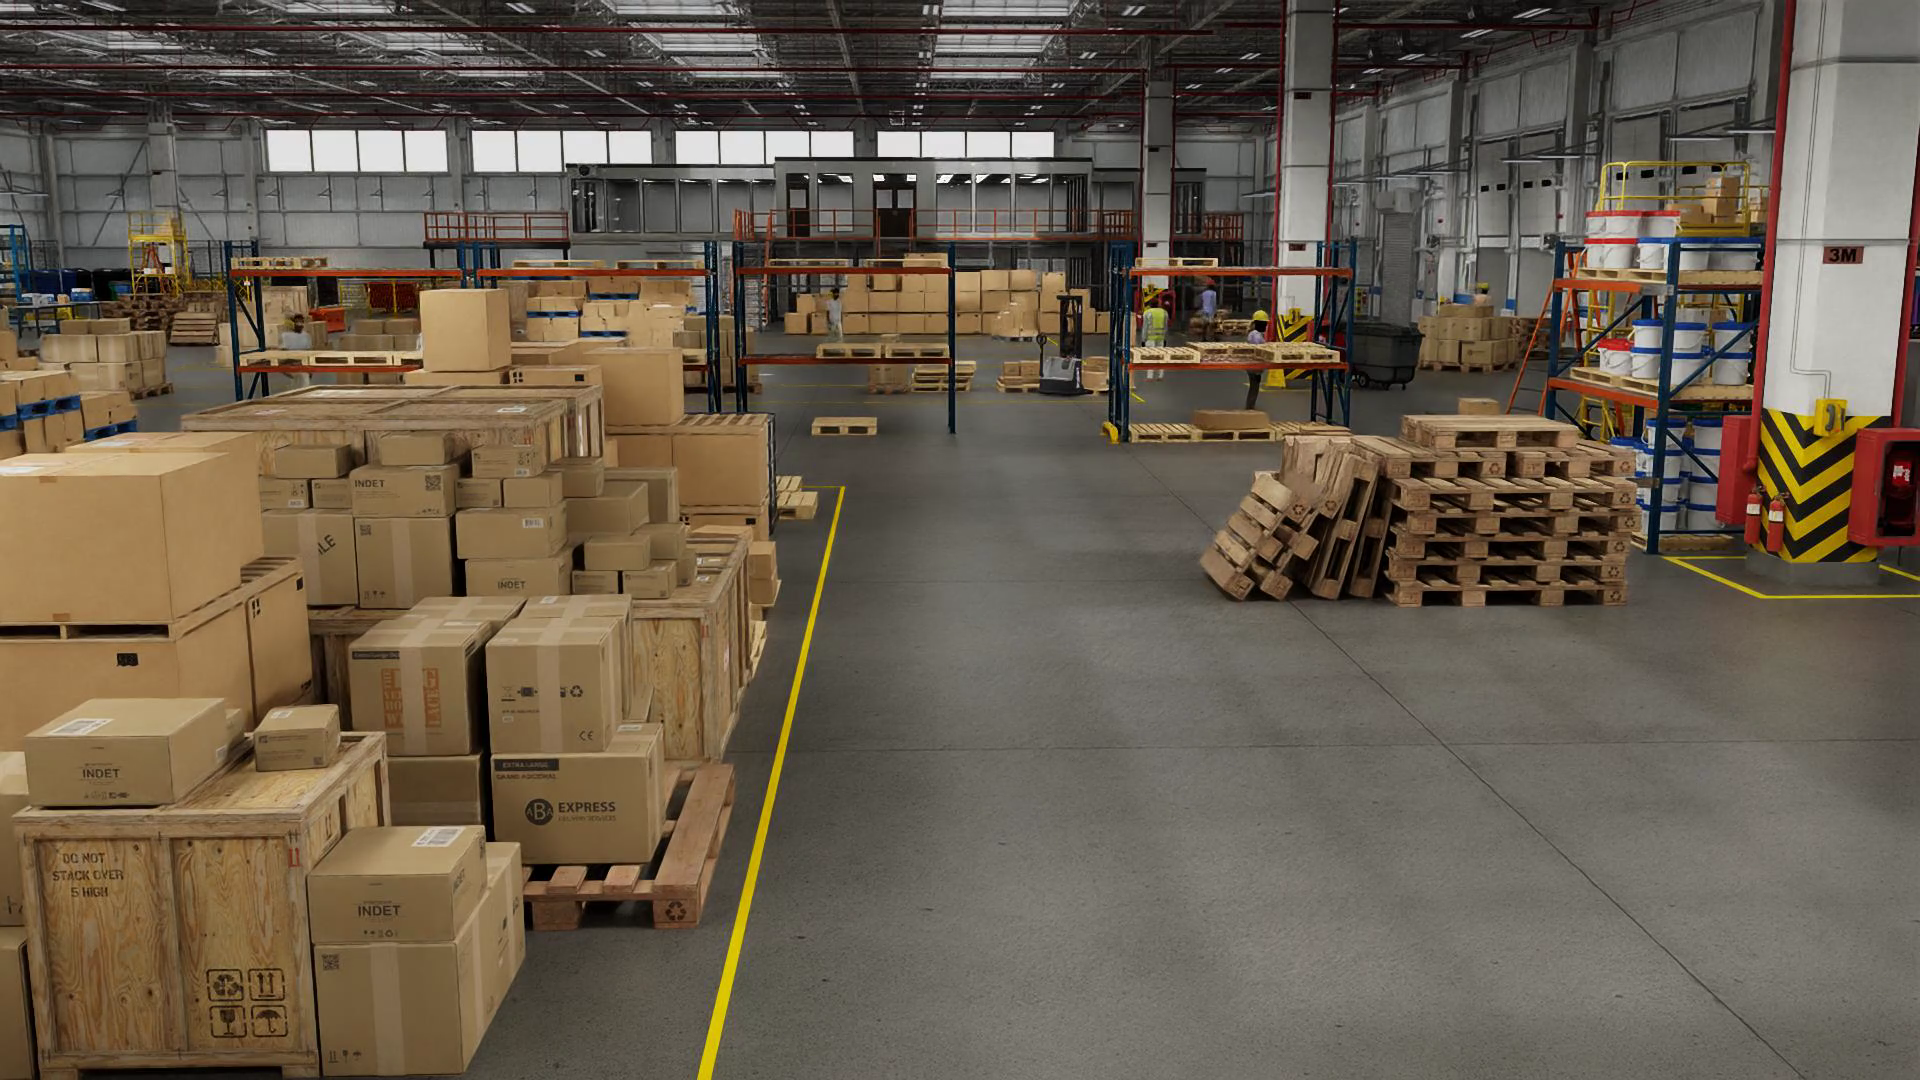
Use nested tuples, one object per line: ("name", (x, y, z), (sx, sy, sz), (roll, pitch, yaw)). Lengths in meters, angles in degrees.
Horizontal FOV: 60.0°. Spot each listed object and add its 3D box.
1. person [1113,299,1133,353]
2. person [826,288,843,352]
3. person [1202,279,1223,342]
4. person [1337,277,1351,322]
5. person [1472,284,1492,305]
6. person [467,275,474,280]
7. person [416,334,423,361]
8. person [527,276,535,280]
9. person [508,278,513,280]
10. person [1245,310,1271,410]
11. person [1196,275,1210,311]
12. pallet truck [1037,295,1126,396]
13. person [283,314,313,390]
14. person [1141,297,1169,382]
("person", (3.386, -4.141, 34.692), (0.372, 1.934, 0.627), (8, 13, 38))
("person", (-3.337, -5.764, 44.023), (0.527, 1.836, 0.915), (-7, 12, -34))
("person", (7.553, -6.829, 49.727), (0.849, 1.903, 0.588), (-8, 13, -39))
("person", (13.356, -8.149, 57.399), (0.933, 1.799, 0.627), (8, 13, 37))
("person", (14.655, -6.244, 46.612), (0.989, 1.861, 0.602), (-7, 13, -36))
("person", (-20.309, -10.217, 68.780), (0.514, 1.845, 0.337), (-2, 10, -11))
("person", (-8.621, -2.657, 26.621), (0.595, 1.853, 0.655), (-4, 11, -21))
("person", (-14.199, -7.873, 55.530), (0.608, 1.924, 0.993), (7, 12, 34))
("person", (-16.043, -8.476, 59.328), (0.544, 1.750, 0.412), (1, 10, 7))
("person", (4.861, -2.790, 27.219), (0.389, 1.919, 0.587), (1, 10, 7))
("person", (10.287, -10.503, 70.118), (0.623, 1.944, 1.019), (-5, 11, -25))
("pallet truck", (2.483, -3.881, 33.060), (1.885, 1.965, 0.823), (-7, 13, -36))
("person", (-11.133, -2.883, 28.042), (0.497, 1.814, 0.938), (-6, 12, -31))
("person", (4.209, -4.344, 36.085), (0.624, 1.841, 0.430), (-4, 11, -22))
